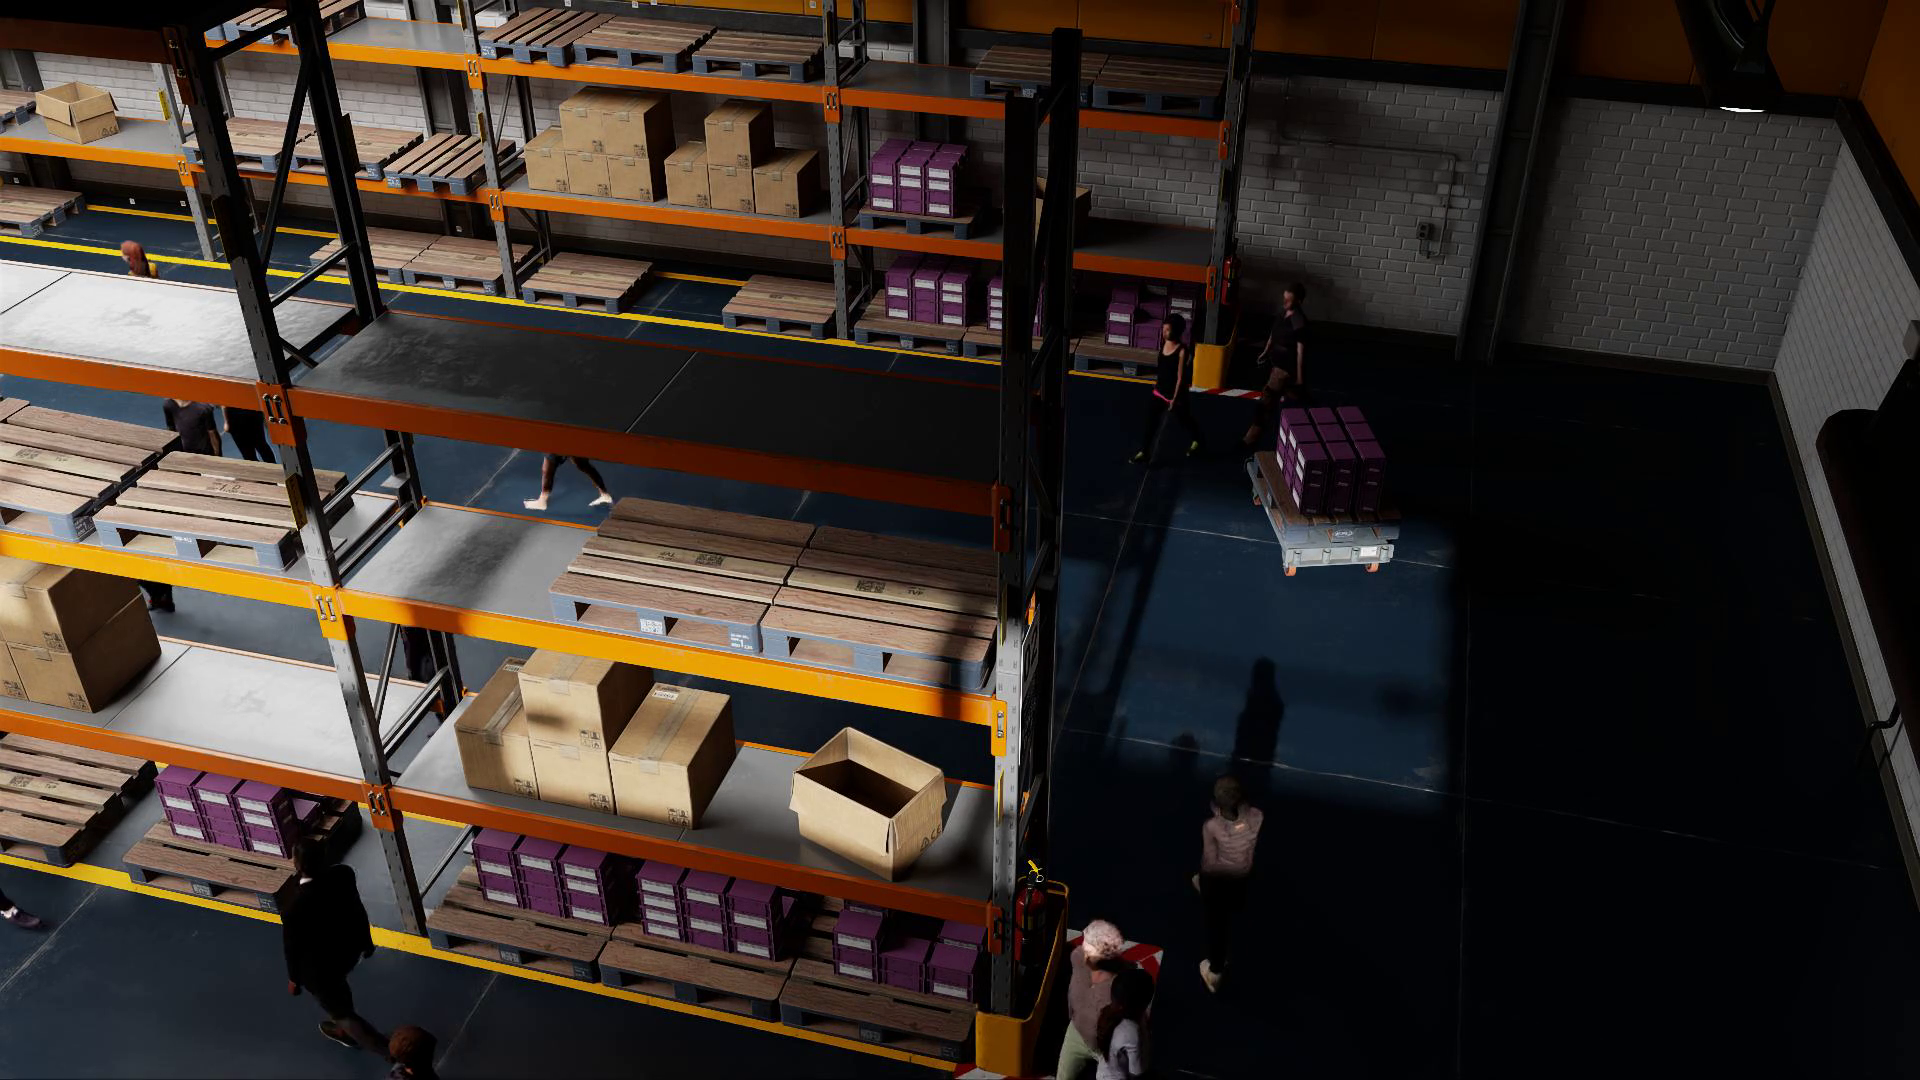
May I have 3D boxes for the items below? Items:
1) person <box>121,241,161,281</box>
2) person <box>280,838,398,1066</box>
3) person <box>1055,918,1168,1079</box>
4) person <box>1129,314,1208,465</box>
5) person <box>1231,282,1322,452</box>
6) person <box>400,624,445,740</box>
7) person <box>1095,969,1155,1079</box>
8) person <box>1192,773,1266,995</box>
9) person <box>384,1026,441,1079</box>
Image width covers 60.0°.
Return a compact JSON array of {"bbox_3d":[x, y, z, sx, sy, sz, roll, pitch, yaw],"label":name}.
[{"bbox_3d":[-7.978,-2.166,16.630,1.229,1.714,0.785,17,37,24],"label":"person"},{"bbox_3d":[-3.566,2.463,9.613,1.141,1.773,0.761,14,36,20],"label":"person"},{"bbox_3d":[0.854,2.719,9.165,1.288,1.843,1.145,28,42,35],"label":"person"},{"bbox_3d":[2.070,-1.418,15.683,1.039,1.518,1.015,-20,39,-27],"label":"person"},{"bbox_3d":[3.220,-1.638,15.775,1.317,1.783,0.951,-1,34,-1],"label":"person"},{"bbox_3d":[-3.844,0.854,12.195,0.572,1.595,0.620,6,34,10],"label":"person"},{"bbox_3d":[0.798,2.959,8.926,1.000,1.708,0.856,-7,34,-10],"label":"person"},{"bbox_3d":[1.594,2.011,10.413,1.048,1.640,1.020,16,37,22],"label":"person"},{"bbox_3d":[-2.930,3.128,8.915,0.632,1.439,0.567,4,34,6],"label":"person"}]
